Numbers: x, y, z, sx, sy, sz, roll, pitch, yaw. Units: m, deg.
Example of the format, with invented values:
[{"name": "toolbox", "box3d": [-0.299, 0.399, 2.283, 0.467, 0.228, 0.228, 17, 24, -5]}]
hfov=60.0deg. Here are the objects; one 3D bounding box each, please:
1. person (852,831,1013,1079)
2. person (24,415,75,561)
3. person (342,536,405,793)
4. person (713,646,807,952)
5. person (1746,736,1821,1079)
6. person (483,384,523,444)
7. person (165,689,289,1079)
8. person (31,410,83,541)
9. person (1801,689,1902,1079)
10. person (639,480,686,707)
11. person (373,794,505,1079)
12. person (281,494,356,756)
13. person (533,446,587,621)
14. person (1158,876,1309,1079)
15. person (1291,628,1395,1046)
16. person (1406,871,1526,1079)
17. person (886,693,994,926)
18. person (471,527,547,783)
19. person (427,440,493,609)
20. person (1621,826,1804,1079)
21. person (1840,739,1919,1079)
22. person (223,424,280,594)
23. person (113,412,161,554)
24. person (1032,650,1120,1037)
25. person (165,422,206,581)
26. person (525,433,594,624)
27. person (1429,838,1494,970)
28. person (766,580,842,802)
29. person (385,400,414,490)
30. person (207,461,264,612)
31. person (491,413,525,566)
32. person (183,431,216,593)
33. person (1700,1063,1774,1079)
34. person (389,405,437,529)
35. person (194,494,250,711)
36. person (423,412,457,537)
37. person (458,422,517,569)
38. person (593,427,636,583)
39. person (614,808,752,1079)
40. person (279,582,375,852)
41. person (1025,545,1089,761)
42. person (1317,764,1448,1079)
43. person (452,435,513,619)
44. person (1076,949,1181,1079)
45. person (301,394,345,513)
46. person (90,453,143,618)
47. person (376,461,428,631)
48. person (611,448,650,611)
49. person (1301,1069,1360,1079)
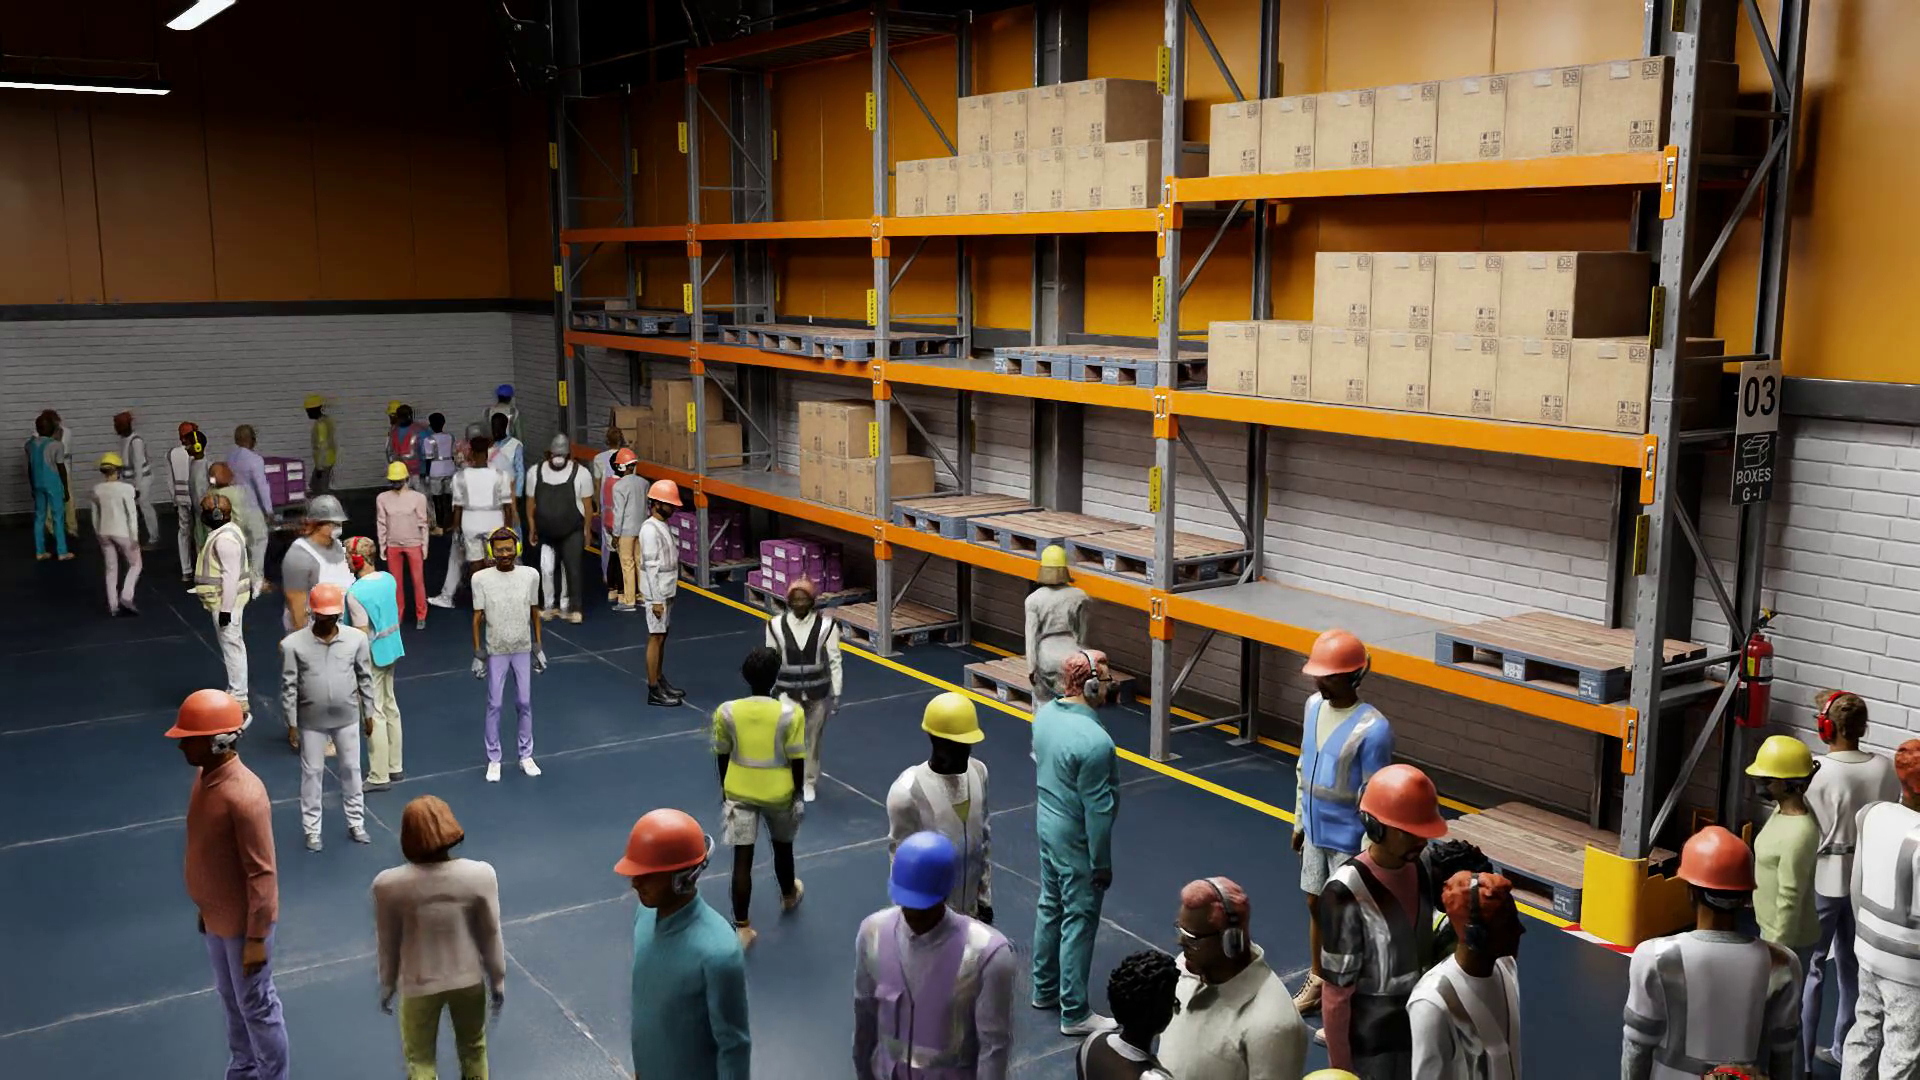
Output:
[{"name": "person", "box3d": [-0.116, 1.891, 5.660, 0.634, 1.919, 0.473, 5, 11, 28]}, {"name": "person", "box3d": [-11.425, -0.649, 20.845, 0.502, 1.836, 0.341, 1, 10, 5]}, {"name": "person", "box3d": [-4.170, 0.880, 11.835, 0.388, 1.840, 0.573, 1, 10, 6]}, {"name": "person", "box3d": [-1.103, 1.404, 9.314, 0.551, 1.643, 0.874, 1, 10, 8]}, {"name": "person", "box3d": [3.543, 1.708, 7.222, 0.340, 1.761, 0.527, 4, 10, 21]}, {"name": "person", "box3d": [-6.759, -1.344, 24.677, 0.600, 1.922, 0.433, 0, 10, -1]}, {"name": "person", "box3d": [-3.126, 1.605, 7.127, 0.389, 1.996, 0.612, -9, 13, -41]}, {"name": "person", "box3d": [-12.043, -0.851, 22.161, 0.850, 1.778, 0.577, 6, 12, 33]}, {"name": "person", "box3d": [4.011, 1.601, 7.623, 0.563, 1.838, 0.388, -2, 10, -9]}, {"name": "person", "box3d": [-2.524, 0.443, 14.148, 0.372, 1.928, 0.543, 0, 10, 0]}, {"name": "person", "box3d": [-2.118, 1.844, 6.827, 0.510, 1.618, 0.584, -5, 11, -25]}, {"name": "person", "box3d": [-4.914, 0.628, 12.730, 0.671, 2.000, 0.684, 3, 10, 16]}, {"name": "person", "box3d": [-4.190, -0.072, 17.375, 0.578, 1.865, 0.593, -2, 10, -13]}, {"name": "person", "box3d": [0.806, 1.976, 5.261, 0.399, 1.897, 0.652, -4, 10, -21]}, {"name": "person", "box3d": [1.808, 1.423, 8.061, 0.379, 2.043, 0.605, -5, 11, -26]}, {"name": "person", "box3d": [1.621, 1.967, 5.330, 0.347, 1.884, 0.584, 8, 13, 40]}, {"name": "person", "box3d": [-0.063, 1.603, 7.369, 0.397, 1.920, 0.586, 9, 13, 42]}, {"name": "person", "box3d": [-3.281, 0.821, 12.105, 0.532, 1.869, 0.311, -5, 11, -26]}, {"name": "person", "box3d": [-5.241, -0.150, 17.901, 1.033, 1.850, 0.652, 4, 10, 20]}, {"name": "person", "box3d": [2.479, 1.904, 5.574, 0.544, 1.930, 0.388, 1, 10, 6]}, {"name": "person", "box3d": [3.828, 1.726, 6.750, 0.353, 1.883, 0.572, 0, 10, -2]}, {"name": "person", "box3d": [-8.039, -0.352, 18.880, 0.709, 1.912, 0.395, 7, 12, 37]}, {"name": "person", "box3d": [-10.612, -0.723, 21.263, 0.576, 1.834, 0.817, 6, 11, 31]}, {"name": "person", "box3d": [0.594, 1.473, 8.211, 0.394, 1.899, 0.641, -4, 10, -22]}, {"name": "person", "box3d": [-8.988, -0.444, 19.478, 0.574, 1.887, 0.355, 3, 10, 18]}, {"name": "person", "box3d": [-4.179, -0.159, 17.352, 0.701, 2.000, 0.692, 1, 10, 3]}, {"name": "person", "box3d": [1.847, 1.923, 6.159, 0.320, 1.694, 0.533, 0, 10, 0]}, {"name": "person", "box3d": [-1.068, 1.082, 11.334, 0.526, 1.594, 0.853, -1, 10, -6]}, {"name": "person", "box3d": [-7.790, -1.048, 23.208, 0.403, 1.824, 0.594, -8, 13, -41]}, {"name": "person", "box3d": [-7.915, -0.069, 18.083, 0.508, 1.613, 0.707, 6, 11, 32]}, {"name": "person", "box3d": [-5.569, -0.603, 20.322, 0.594, 1.917, 0.388, 5, 11, 27]}, {"name": "person", "box3d": [-8.504, -0.298, 18.690, 0.520, 1.865, 0.332, 8, 12, 39]}, {"name": "person", "box3d": [1.894, 2.202, 4.227, 0.983, 1.799, 0.588, -7, 12, -37]}, {"name": "person", "box3d": [-7.551, -0.967, 22.939, 0.633, 1.829, 0.917, 2, 10, 14]}, {"name": "person", "box3d": [-6.164, 0.524, 13.923, 0.429, 1.842, 0.633, -4, 11, -24]}, {"name": "person", "box3d": [-7.076, -0.893, 22.676, 0.319, 1.694, 0.532, 7, 12, 34]}, {"name": "person", "box3d": [-5.275, -0.401, 18.769, 0.706, 2.000, 0.874, 4, 11, 24]}, {"name": "person", "box3d": [-4.007, -0.403, 19.399, 0.501, 1.838, 0.341, 0, 10, -2]}, {"name": "person", "box3d": [-0.946, 1.862, 5.624, 0.395, 1.991, 0.623, -8, 13, -40]}, {"name": "person", "box3d": [-4.044, 1.125, 10.686, 0.569, 1.744, 0.349, -6, 11, -30]}, {"name": "person", "box3d": [0.714, 0.883, 12.204, 0.486, 1.707, 0.805, -1, 10, -6]}, {"name": "person", "box3d": [1.541, 1.781, 6.014, 0.611, 2.030, 0.409, -9, 13, -43]}, {"name": "person", "box3d": [-5.005, -0.130, 17.467, 0.624, 1.949, 0.473, -2, 10, -11]}, {"name": "person", "box3d": [0.533, 2.092, 5.164, 0.320, 1.694, 0.535, -4, 11, -23]}, {"name": "person", "box3d": [-8.946, -1.097, 23.255, 0.427, 1.901, 0.617, -3, 10, -20]}, {"name": "person", "box3d": [-8.894, -0.044, 17.567, 0.540, 1.739, 0.450, 1, 10, 7]}, {"name": "person", "box3d": [-5.659, 0.063, 16.890, 0.519, 1.754, 0.357, 0, 10, -1]}, {"name": "person", "box3d": [-3.575, -0.117, 17.943, 0.329, 1.751, 0.571, 4, 11, 24]}, {"name": "person", "box3d": [0.931, 2.205, 4.370, 0.321, 1.737, 0.485, 2, 10, 10]}]
